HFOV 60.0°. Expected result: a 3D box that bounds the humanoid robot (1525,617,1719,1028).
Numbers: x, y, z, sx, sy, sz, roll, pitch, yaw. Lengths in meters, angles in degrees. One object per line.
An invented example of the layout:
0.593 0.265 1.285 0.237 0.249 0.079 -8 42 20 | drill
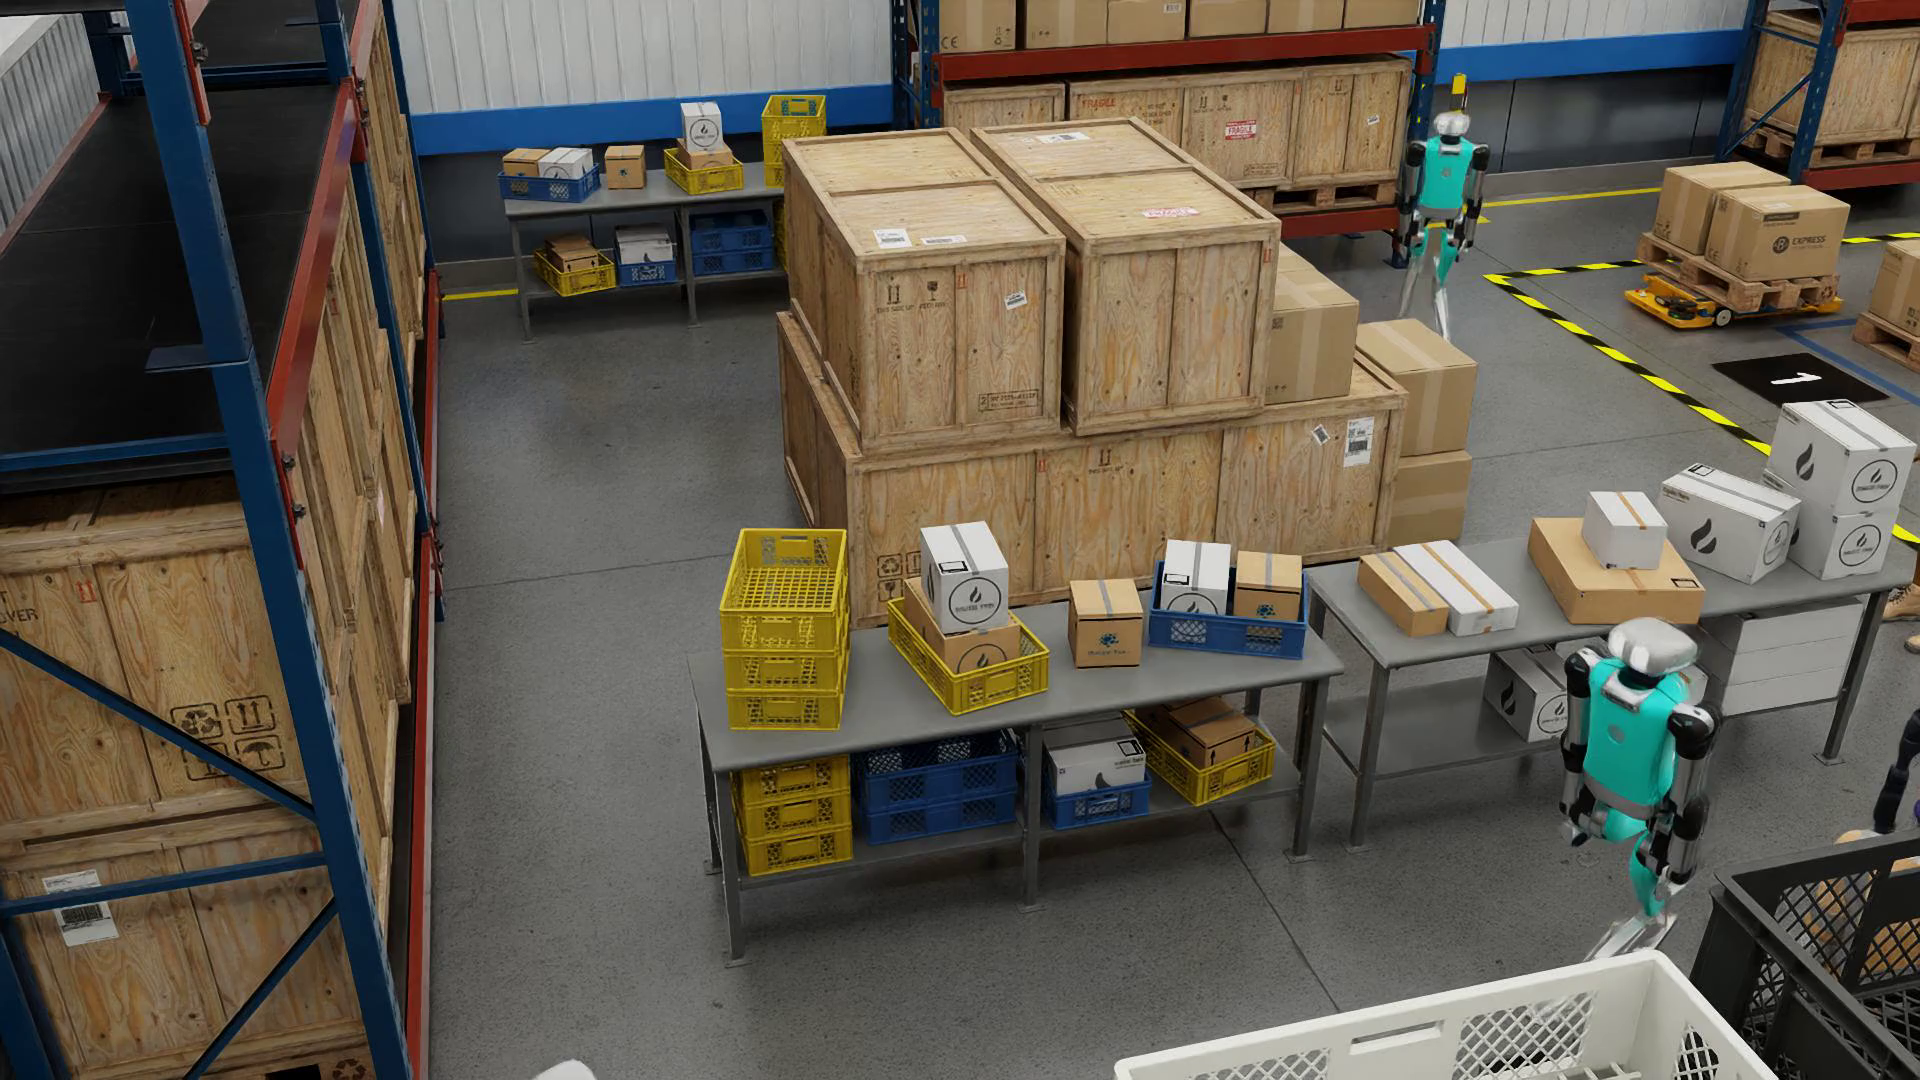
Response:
2.485 0.959 5.882 1.065 1.726 0.530 -18 34 -30 | humanoid robot

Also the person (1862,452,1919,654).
4.867 -0.398 8.004 0.379 2.039 0.614 -5 29 -10 | person

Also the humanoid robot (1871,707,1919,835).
3.413 1.120 5.696 0.600 1.644 0.778 15 32 26 | humanoid robot

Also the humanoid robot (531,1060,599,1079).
-1.002 2.041 3.906 0.798 1.807 0.546 -25 37 -37 | humanoid robot

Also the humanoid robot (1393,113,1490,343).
3.283 -2.145 11.512 0.530 1.749 0.884 6 29 11 | humanoid robot

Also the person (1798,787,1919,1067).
2.701 1.405 4.840 0.371 1.933 0.551 -25 38 -38 | person

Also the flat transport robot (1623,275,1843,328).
5.792 -1.854 12.453 1.431 0.197 0.652 -8 30 -14 | flat transport robot
